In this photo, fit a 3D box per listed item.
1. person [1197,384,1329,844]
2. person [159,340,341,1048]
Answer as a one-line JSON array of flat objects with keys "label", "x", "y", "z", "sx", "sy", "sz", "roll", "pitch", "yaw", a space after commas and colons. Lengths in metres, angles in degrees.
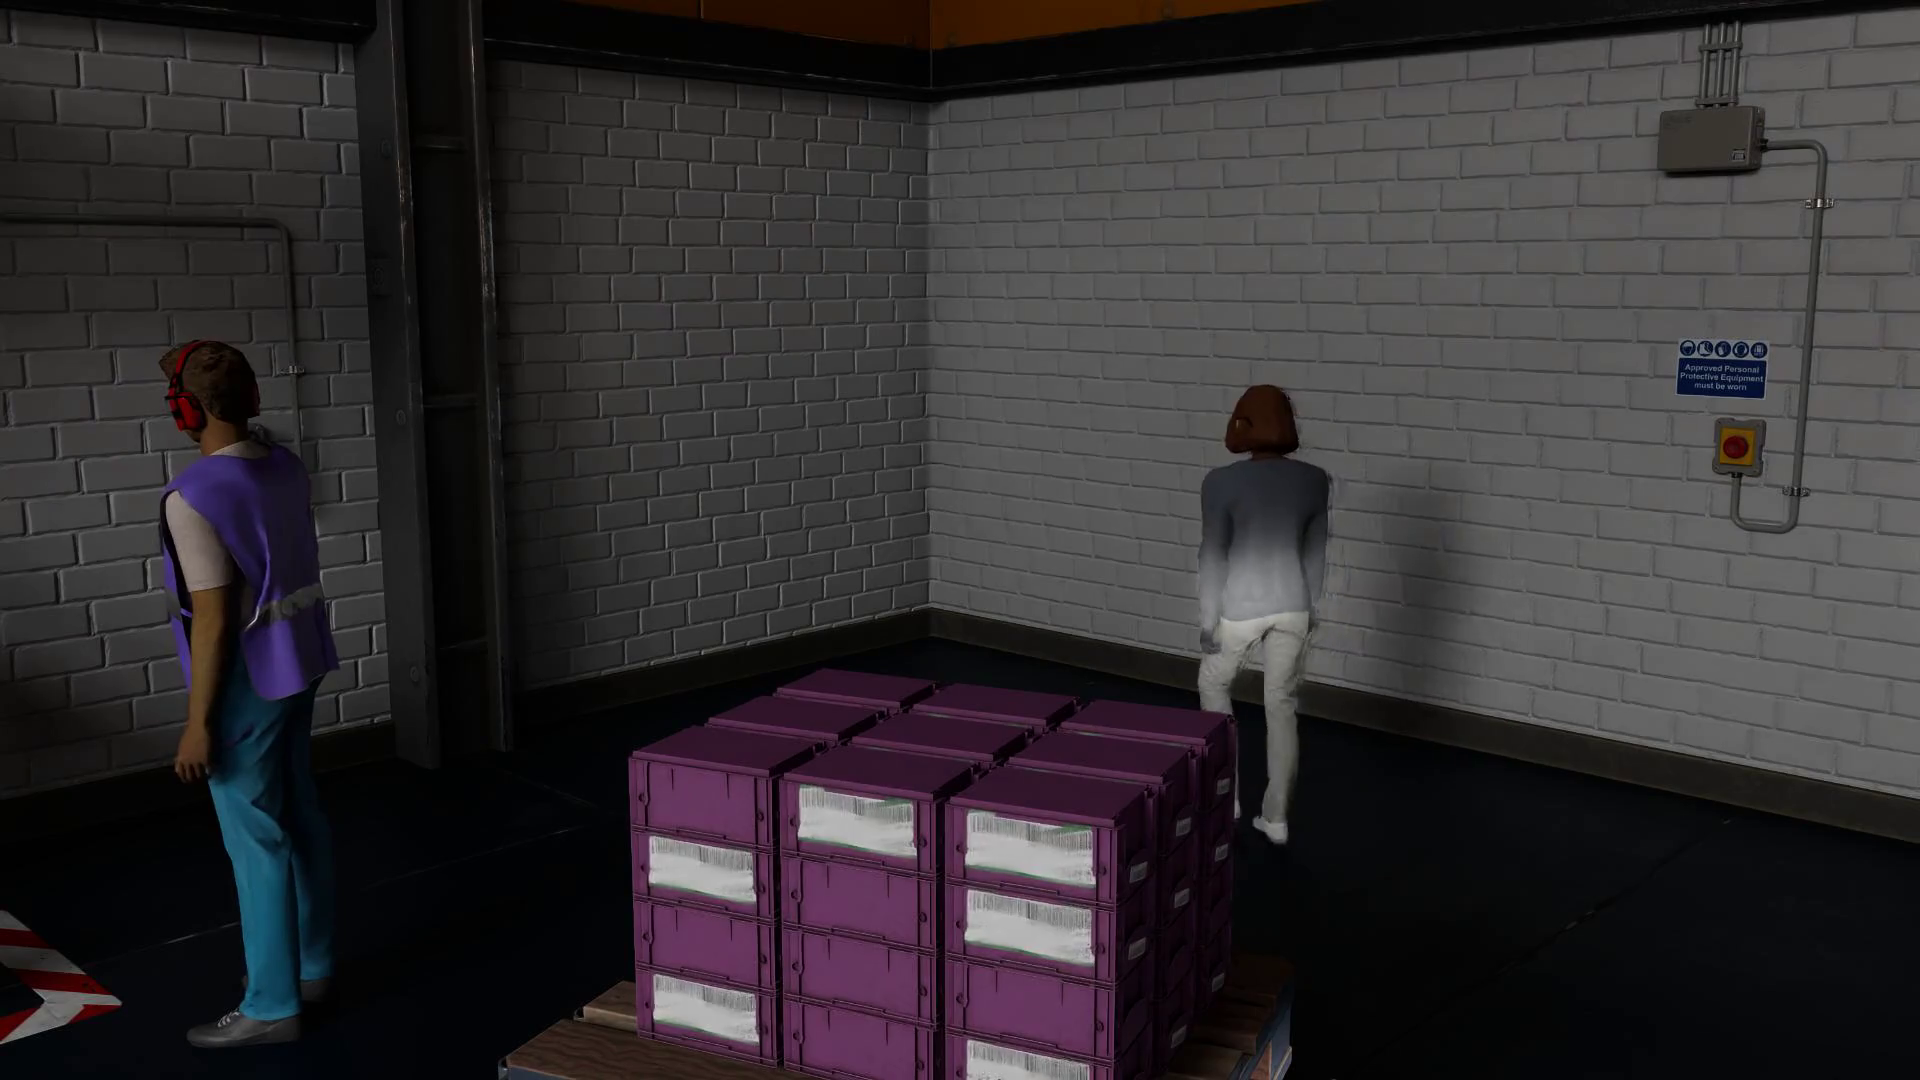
[{"label": "person", "x": 1.051, "y": 0.256, "z": 5.941, "sx": 0.514, "sy": 1.619, "sz": 0.518, "roll": -2, "pitch": 10, "yaw": -14}, {"label": "person", "x": -1.844, "y": 0.404, "z": 4.344, "sx": 0.396, "sy": 1.841, "sz": 0.565, "roll": 1, "pitch": 9, "yaw": 4}]
